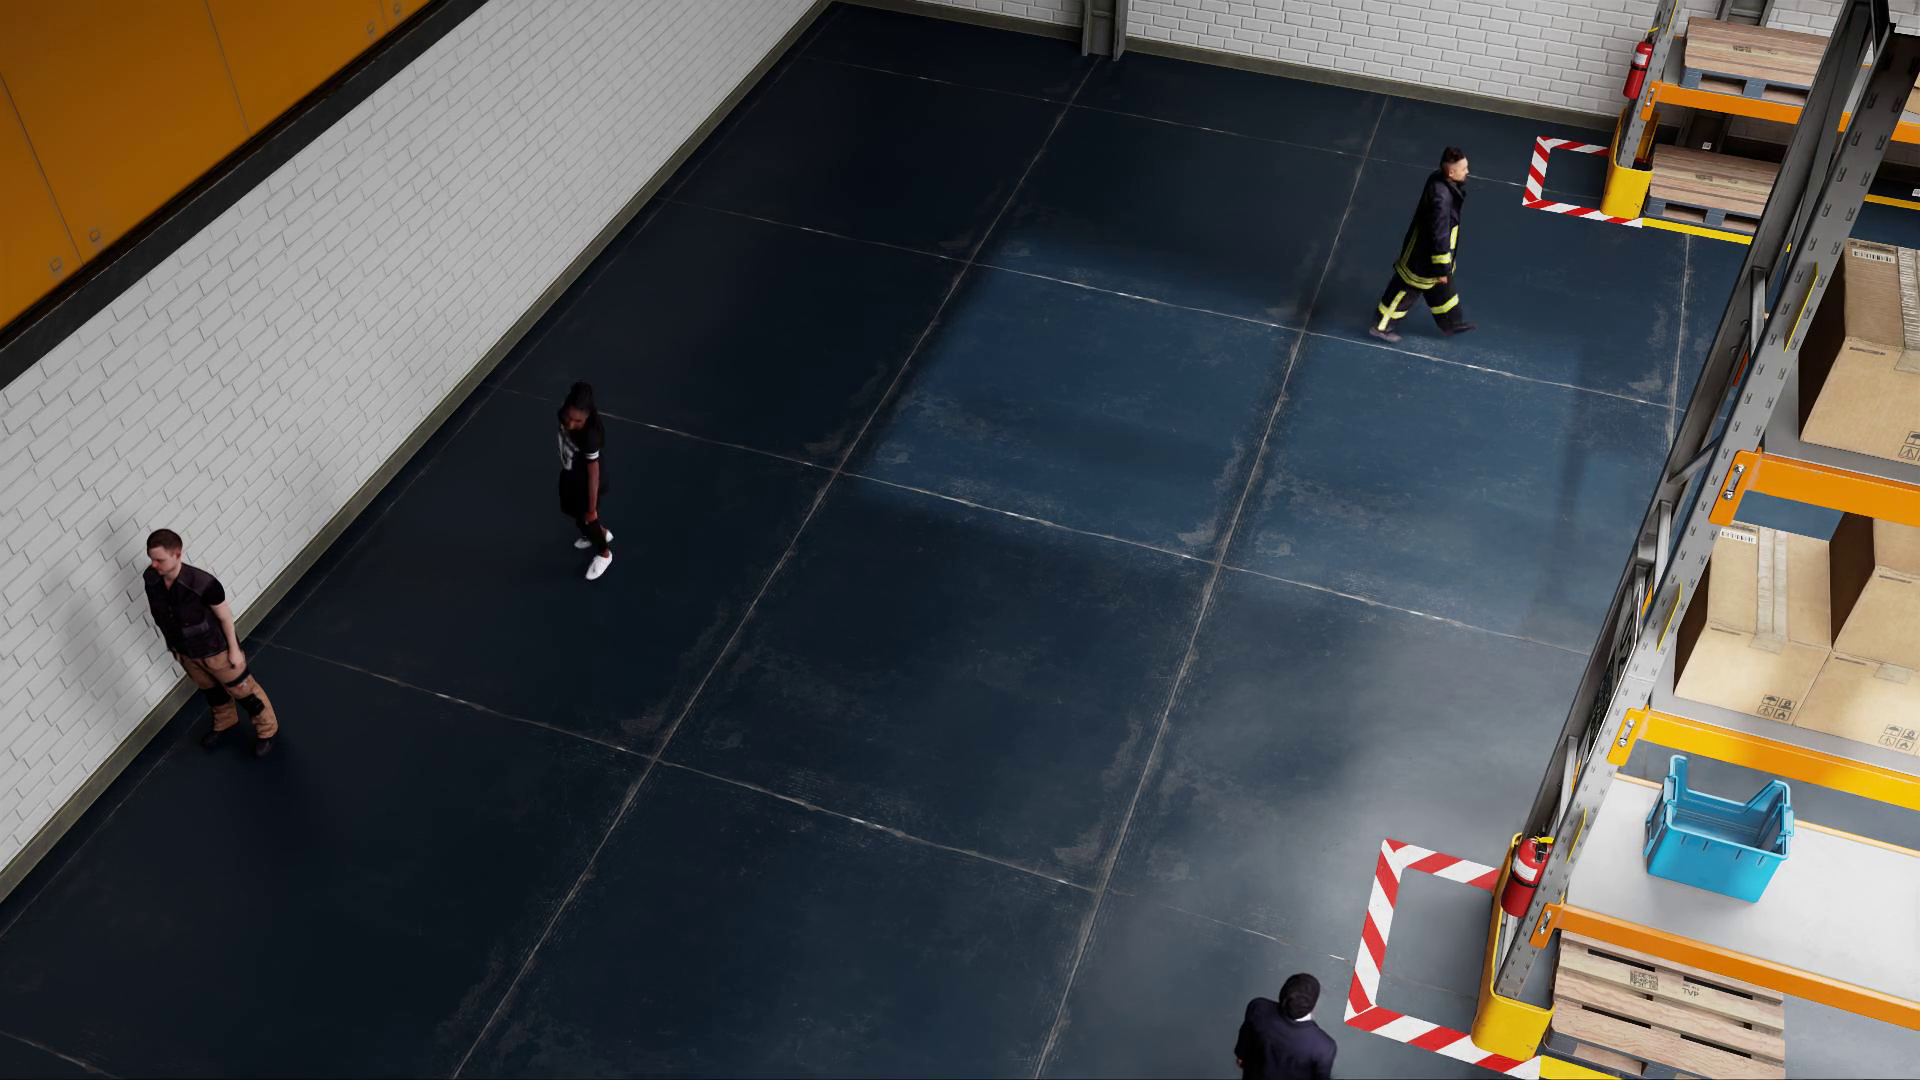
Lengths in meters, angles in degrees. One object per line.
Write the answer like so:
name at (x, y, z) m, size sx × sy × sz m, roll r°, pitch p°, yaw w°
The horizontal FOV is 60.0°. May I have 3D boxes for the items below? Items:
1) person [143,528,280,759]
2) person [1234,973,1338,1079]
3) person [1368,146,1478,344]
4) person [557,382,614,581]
person at (-4.639, 0.613, 10.234) m, size 0.539 × 1.841 × 0.753 m, roll 11°, pitch 45°, yaw 11°
person at (1.557, 2.671, 8.161) m, size 0.586 × 1.721 × 0.759 m, roll 30°, pitch 51°, yaw 27°
person at (3.679, -2.360, 13.359) m, size 1.091 × 1.835 × 0.788 m, roll 12°, pitch 45°, yaw 12°
person at (-2.570, -0.407, 11.403) m, size 0.903 × 1.706 × 0.765 m, roll -18°, pitch 46°, yaw -18°
